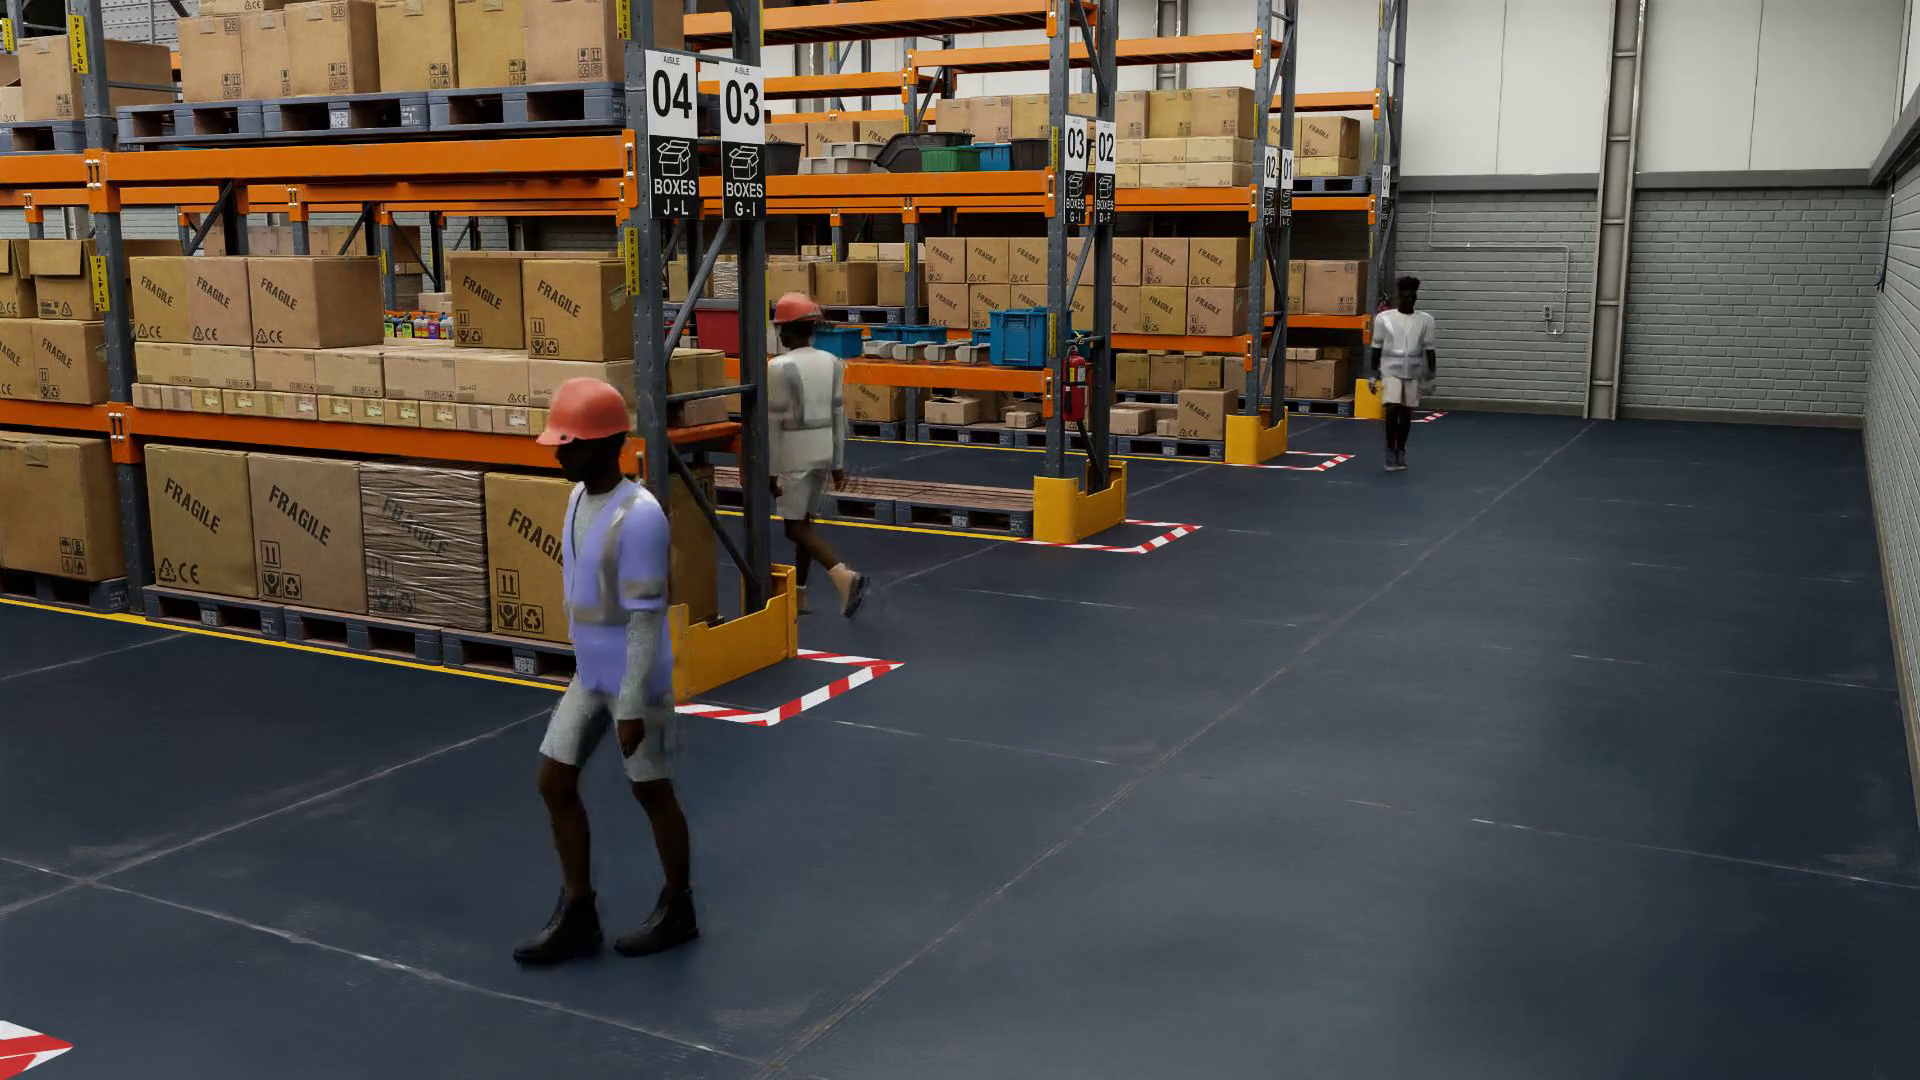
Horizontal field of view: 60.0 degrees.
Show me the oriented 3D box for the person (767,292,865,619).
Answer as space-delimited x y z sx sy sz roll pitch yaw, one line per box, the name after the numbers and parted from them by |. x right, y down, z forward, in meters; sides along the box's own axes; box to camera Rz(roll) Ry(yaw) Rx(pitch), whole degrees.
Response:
-0.890 -0.490 10.110 0.830 2.018 0.610 8 13 38 | person

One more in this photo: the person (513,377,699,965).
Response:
-1.163 0.444 5.272 0.768 1.905 0.563 -8 13 -38 | person

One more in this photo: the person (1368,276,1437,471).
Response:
4.416 -1.634 16.500 0.644 1.942 0.691 0 10 0 | person
